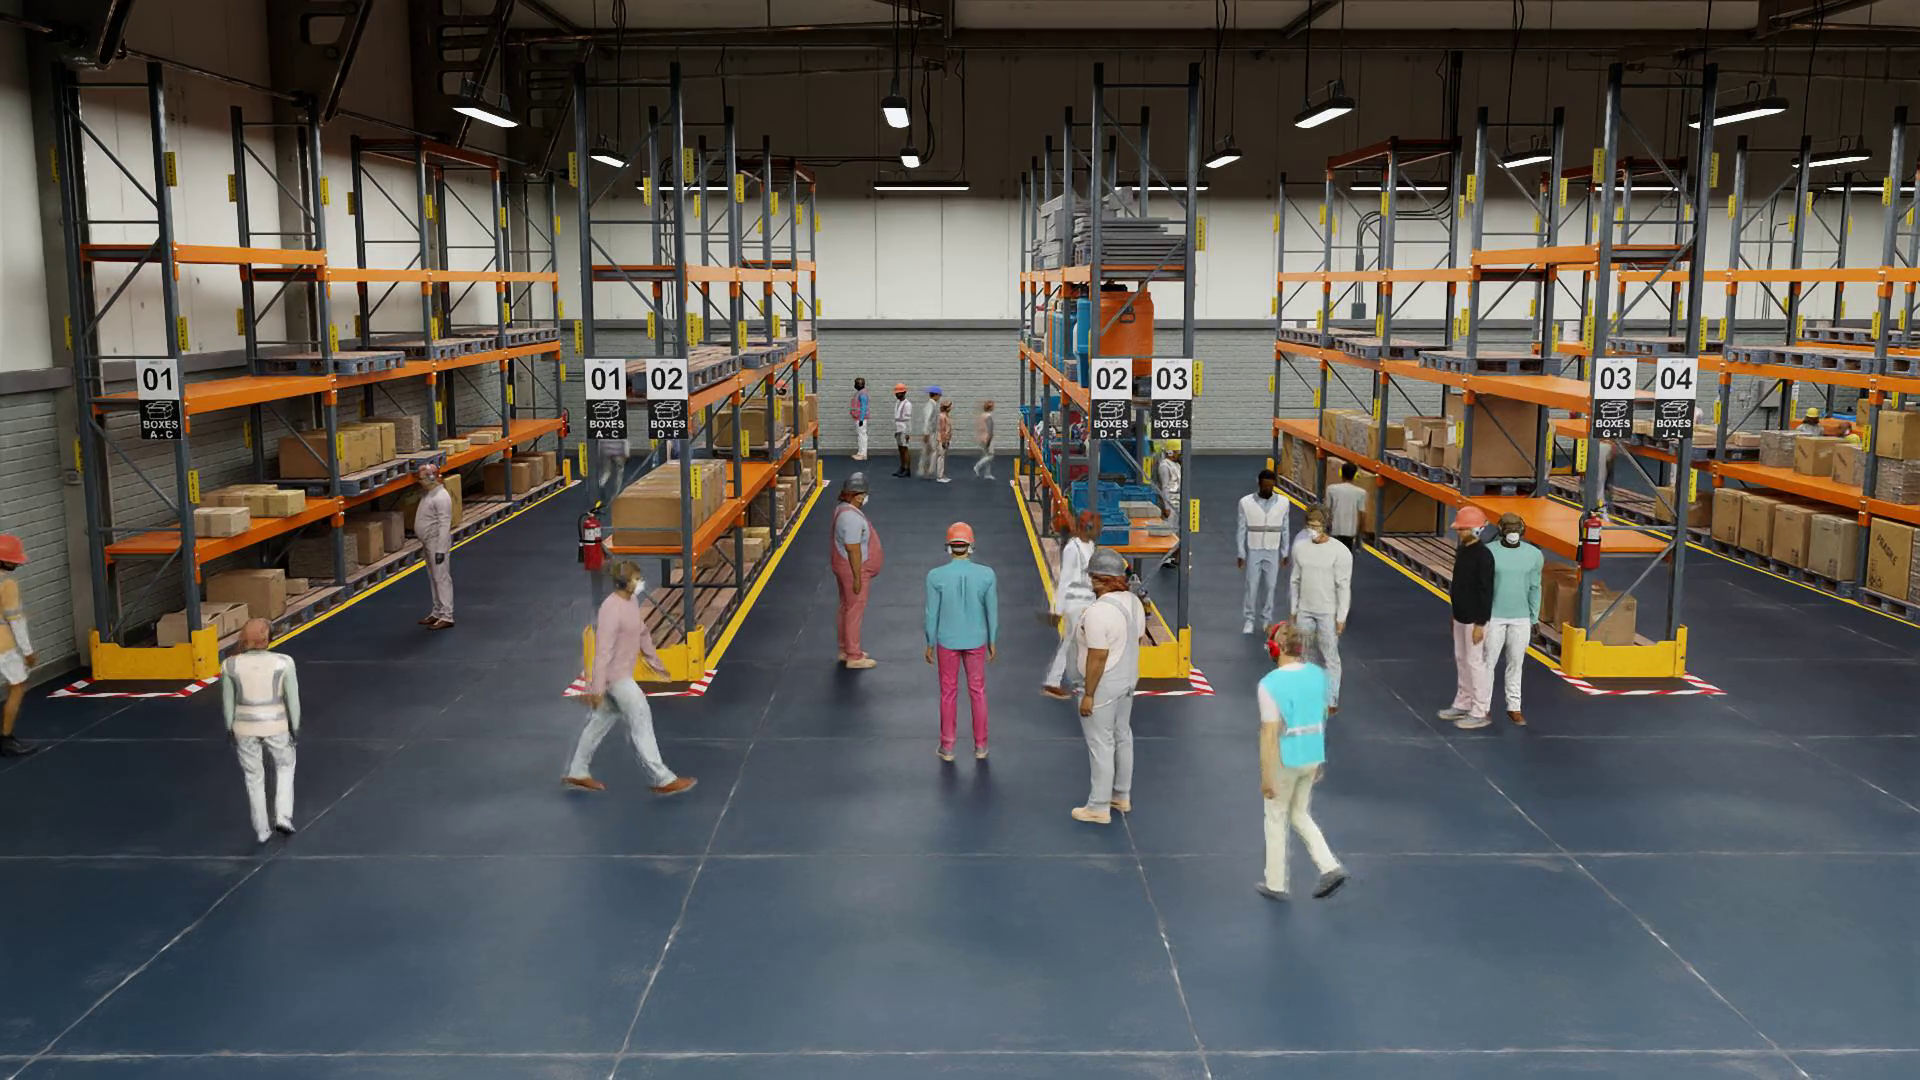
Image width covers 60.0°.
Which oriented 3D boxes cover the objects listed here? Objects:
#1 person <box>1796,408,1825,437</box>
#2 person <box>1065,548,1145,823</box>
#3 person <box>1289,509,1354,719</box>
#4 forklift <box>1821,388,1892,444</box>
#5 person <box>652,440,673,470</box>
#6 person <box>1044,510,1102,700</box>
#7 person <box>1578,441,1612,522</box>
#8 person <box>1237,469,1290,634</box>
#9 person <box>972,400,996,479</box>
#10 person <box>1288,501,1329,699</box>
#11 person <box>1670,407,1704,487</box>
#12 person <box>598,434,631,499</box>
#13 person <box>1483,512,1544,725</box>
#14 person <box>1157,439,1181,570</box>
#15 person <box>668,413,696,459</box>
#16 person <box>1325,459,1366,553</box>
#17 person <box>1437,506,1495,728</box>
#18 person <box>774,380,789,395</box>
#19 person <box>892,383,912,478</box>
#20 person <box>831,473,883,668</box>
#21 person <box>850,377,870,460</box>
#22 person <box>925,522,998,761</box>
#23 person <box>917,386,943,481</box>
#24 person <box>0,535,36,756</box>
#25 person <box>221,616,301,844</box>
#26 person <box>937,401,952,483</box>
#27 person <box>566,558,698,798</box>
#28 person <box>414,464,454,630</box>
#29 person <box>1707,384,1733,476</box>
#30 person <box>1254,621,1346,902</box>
[{"bbox_3d":[15.187,-1.499,29.752,0.488,1.740,0.318,1,9,6],"label":"person"},{"bbox_3d":[1.044,1.058,12.338,0.539,2.000,0.689,6,11,33],"label":"person"},{"bbox_3d":[3.293,0.666,15.231,0.363,1.932,0.630,-8,12,-42],"label":"person"},{"bbox_3d":[20.072,-3.110,36.462,1.873,2.768,1.129,0,9,0],"label":"forklift"},{"bbox_3d":[-4.873,-1.066,27.285,0.306,1.639,0.524,3,9,21],"label":"person"},{"bbox_3d":[1.178,0.638,15.718,0.910,1.828,0.655,4,10,23],"label":"person"},{"bbox_3d":[9.772,-0.890,25.548,0.526,1.840,0.889,0,9,1],"label":"person"},{"bbox_3d":[3.423,0.128,18.796,0.600,1.900,0.431,-1,9,-4],"label":"person"},{"bbox_3d":[0.499,-2.008,33.397,0.456,1.624,0.519,-3,9,-17],"label":"person"},{"bbox_3d":[3.283,0.591,15.675,0.356,1.936,0.635,4,10,26],"label":"person"},{"bbox_3d":[13.937,-1.893,31.960,0.634,1.841,0.429,2,9,15],"label":"person"},{"bbox_3d":[-6.300,-1.589,30.105,0.620,1.811,0.548,2,9,15],"label":"person"},{"bbox_3d":[4.904,0.705,14.937,0.636,1.939,0.364,0,9,0],"label":"person"},{"bbox_3d":[2.945,-0.510,23.085,0.404,1.836,0.590,4,10,22],"label":"person"},{"bbox_3d":[-5.633,-2.204,33.568,0.478,1.969,0.673,9,12,44],"label":"person"},{"bbox_3d":[4.657,-0.054,20.170,0.531,1.833,0.829,-1,9,-3],"label":"person"},{"bbox_3d":[4.557,0.680,14.923,0.399,1.990,0.619,-1,9,-7],"label":"person"},{"bbox_3d":[-3.658,-2.257,33.840,0.388,1.987,0.608,-2,9,-12],"label":"person"},{"bbox_3d":[-1.191,-2.230,33.867,0.384,1.929,0.547,-4,10,-25],"label":"person"},{"bbox_3d":[-1.061,0.298,17.228,0.536,2.000,0.677,-2,9,-15],"label":"person"},{"bbox_3d":[-2.240,-2.721,37.289,0.429,1.844,0.627,-2,9,-11],"label":"person"},{"bbox_3d":[0.007,0.843,13.877,0.623,1.990,0.393,-2,9,-11],"label":"person"},{"bbox_3d":[-0.587,-2.126,33.291,0.611,1.897,0.613,-1,9,-7],"label":"person"},{"bbox_3d":[-8.071,0.888,13.933,0.628,1.887,0.434,5,10,30],"label":"person"},{"bbox_3d":[-4.946,1.347,11.800,0.528,1.625,0.360,-2,9,-14],"label":"person"},{"bbox_3d":[-0.310,-1.954,33.039,0.318,1.630,0.513,1,9,9],"label":"person"},{"bbox_3d":[-2.599,1.066,12.831,1.055,1.883,0.634,0,9,-2],"label":"person"},{"bbox_3d":[-6.053,0.073,19.124,0.408,1.903,0.638,-5,10,-31],"label":"person"},{"bbox_3d":[15.581,-2.269,34.081,0.416,1.940,0.607,6,11,33],"label":"person"},{"bbox_3d":[2.161,1.437,10.616,0.595,1.814,0.600,-6,10,-32],"label":"person"}]
